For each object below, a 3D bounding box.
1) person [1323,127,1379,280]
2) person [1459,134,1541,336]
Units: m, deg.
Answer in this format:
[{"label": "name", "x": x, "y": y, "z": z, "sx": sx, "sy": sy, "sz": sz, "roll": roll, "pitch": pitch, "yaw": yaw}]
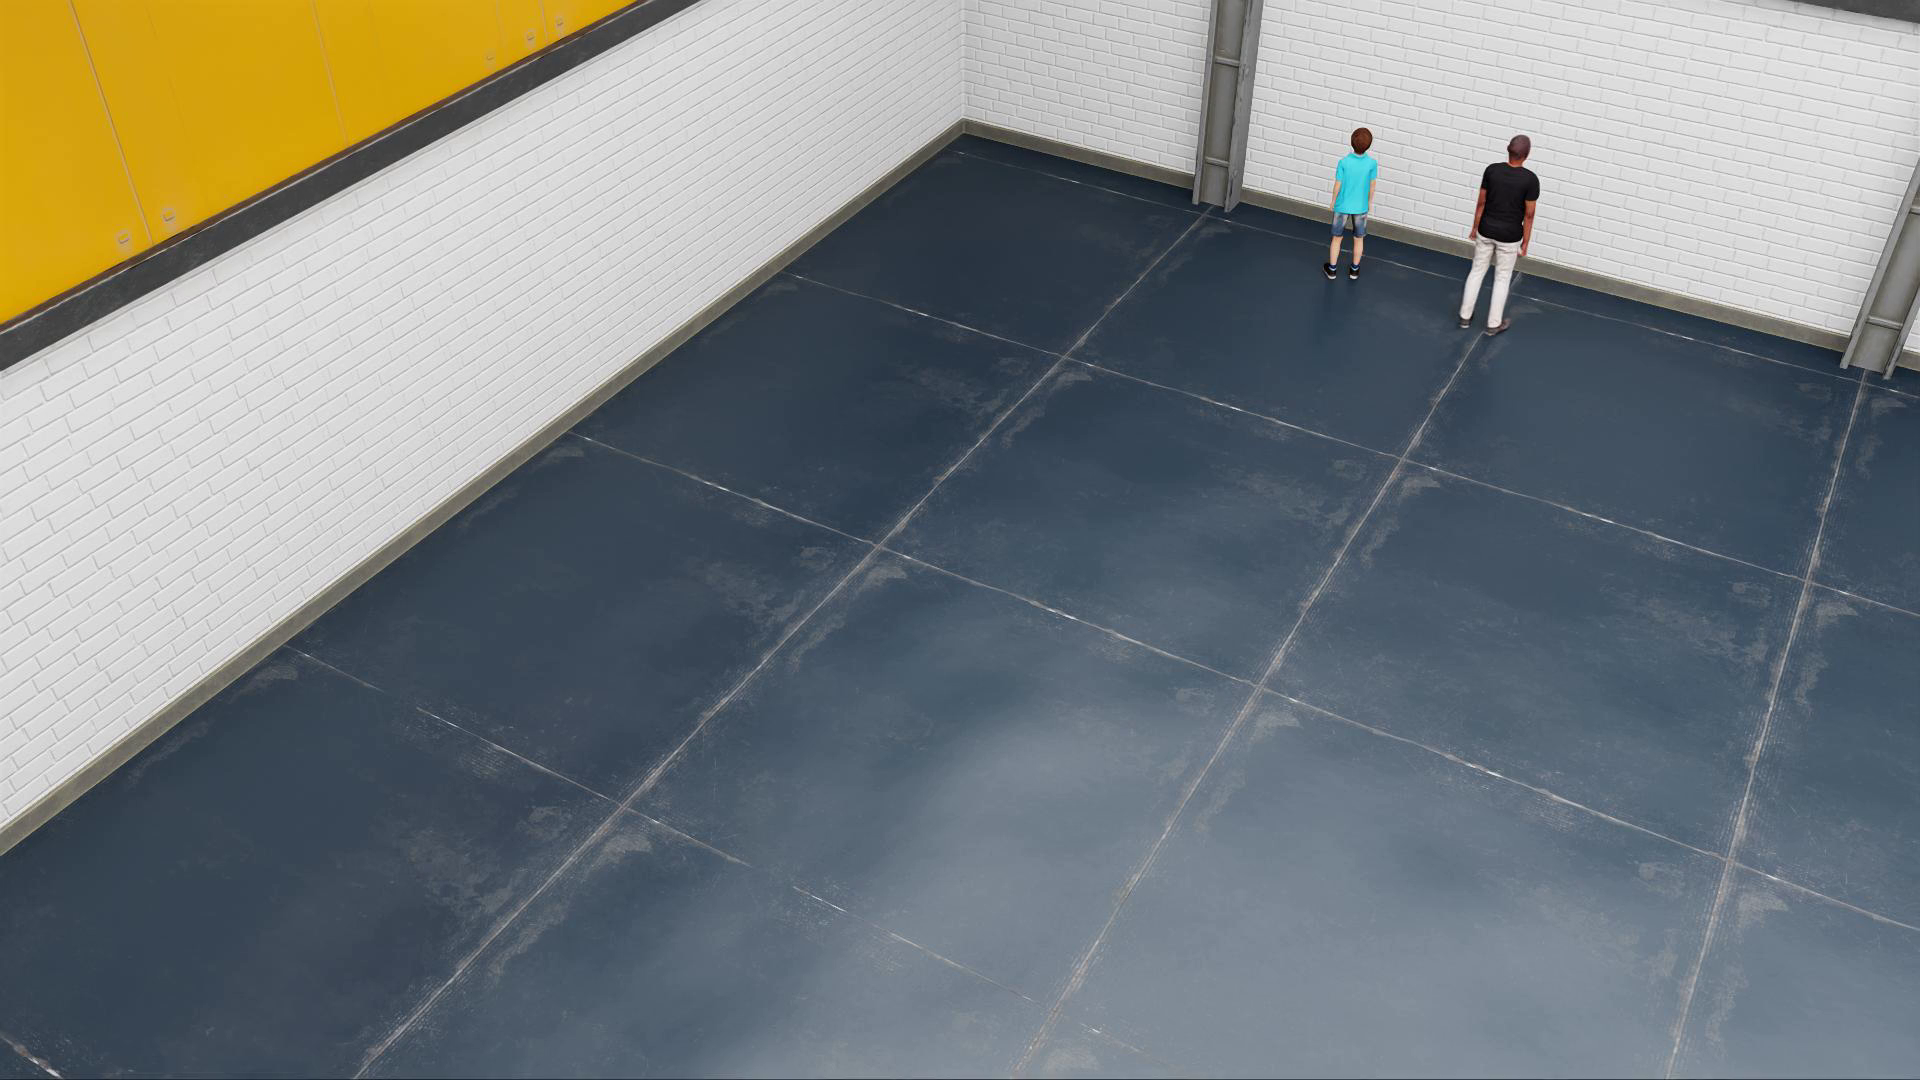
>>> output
[{"label": "person", "x": 3.530, "y": -3.031, "z": 14.964, "sx": 0.546, "sy": 1.449, "sz": 0.651, "roll": 2, "pitch": 39, "yaw": 3}, {"label": "person", "x": 4.583, "y": -2.595, "z": 14.134, "sx": 0.528, "sy": 1.804, "sz": 0.729, "roll": 22, "pitch": 44, "yaw": 26}]
